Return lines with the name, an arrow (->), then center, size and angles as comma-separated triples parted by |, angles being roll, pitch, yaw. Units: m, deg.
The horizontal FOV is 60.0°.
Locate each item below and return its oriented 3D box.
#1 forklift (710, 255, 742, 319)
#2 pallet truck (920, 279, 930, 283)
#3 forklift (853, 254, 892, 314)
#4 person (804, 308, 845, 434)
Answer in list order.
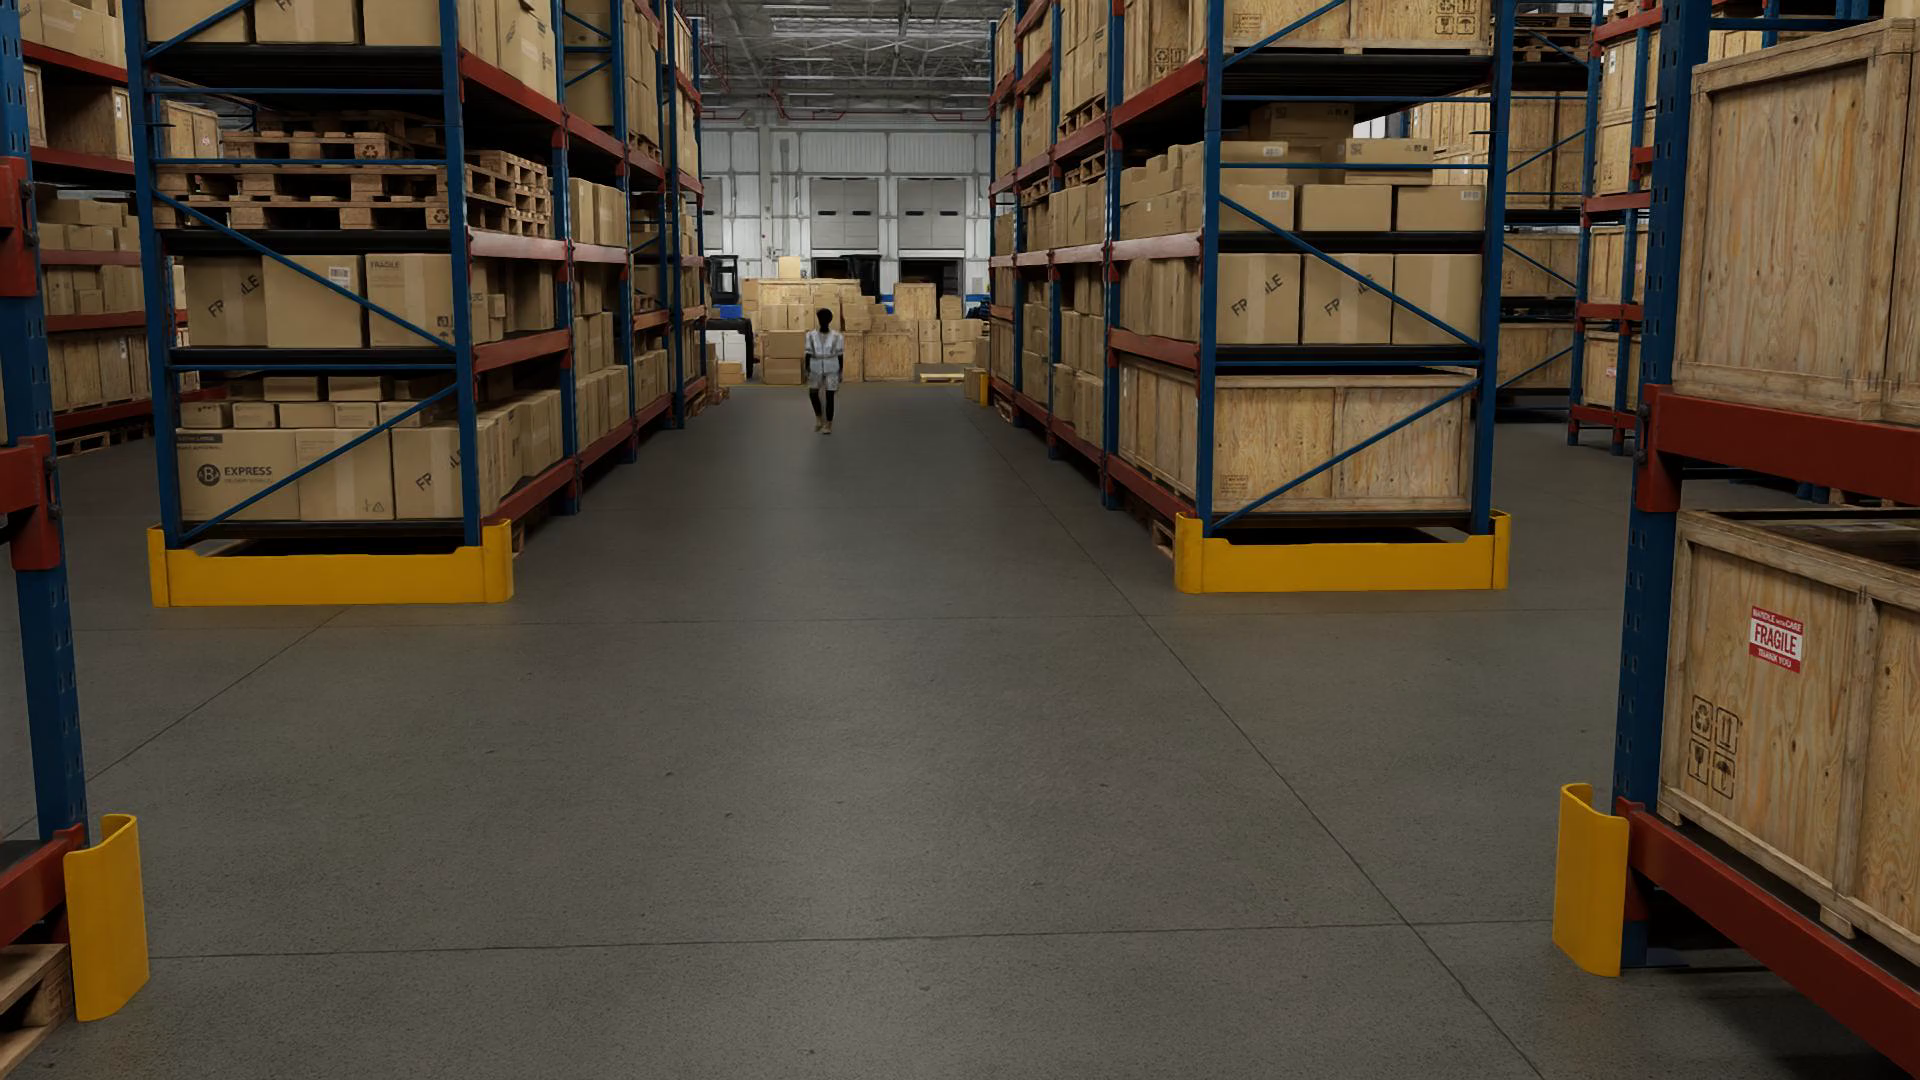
forklift -> -8.274, -8.634, 58.542 | 1.129, 2.768, 1.873 | -3, 10, -19
pallet truck -> -0.932, -8.922, 63.114 | 1.885, 1.965, 0.823 | 2, 9, 13
forklift -> -3.158, -8.349, 56.753 | 1.129, 2.768, 1.873 | -5, 10, -30
person -> -1.805, -2.245, 22.132 | 0.551, 1.685, 0.366 | 1, 9, 4
